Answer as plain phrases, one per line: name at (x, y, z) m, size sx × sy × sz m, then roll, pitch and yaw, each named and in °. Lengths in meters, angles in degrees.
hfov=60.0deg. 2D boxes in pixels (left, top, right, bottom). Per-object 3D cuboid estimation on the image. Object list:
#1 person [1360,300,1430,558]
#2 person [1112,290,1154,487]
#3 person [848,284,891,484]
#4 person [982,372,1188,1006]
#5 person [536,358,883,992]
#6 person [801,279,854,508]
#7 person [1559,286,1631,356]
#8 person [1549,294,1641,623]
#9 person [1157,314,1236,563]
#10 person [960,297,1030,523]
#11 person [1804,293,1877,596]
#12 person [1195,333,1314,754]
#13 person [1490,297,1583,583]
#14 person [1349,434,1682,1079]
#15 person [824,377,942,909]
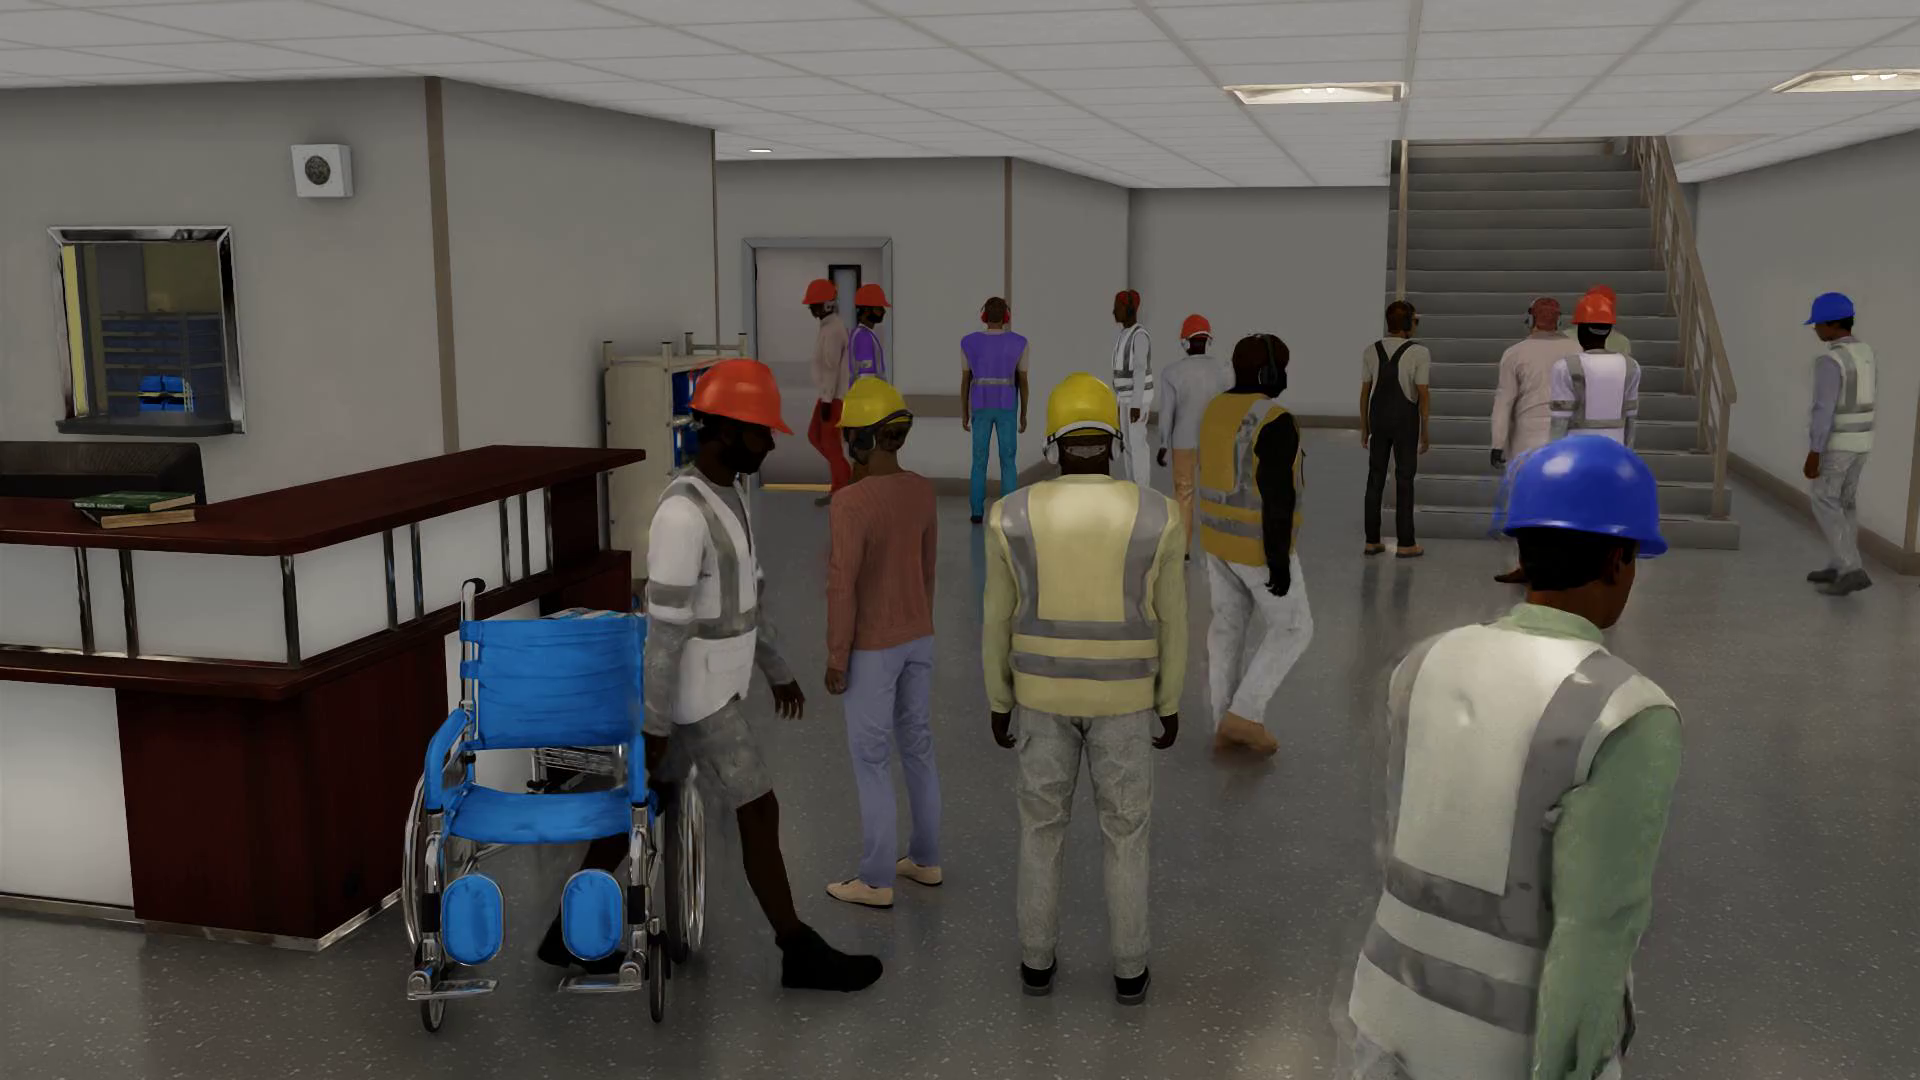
person at (3.123, -0.793, 11.955) m, size 0.508 × 1.842 × 0.336 m, roll 7°, pitch 12°, yaw 37°
person at (1.468, -1.192, 14.237) m, size 0.357 × 1.878 × 0.567 m, roll -2°, pitch 10°, yaw -12°
person at (-0.730, -1.108, 13.535) m, size 0.356 × 1.936 × 0.551 m, roll -1°, pitch 10°, yaw -7°
person at (0.362, 0.431, 4.831) m, size 0.591 × 1.827 × 0.403 m, roll 2°, pitch 10°, yaw 9°
person at (-0.782, 0.413, 4.817) m, size 1.027 × 1.880 × 0.562 m, roll 0°, pitch 10°, yaw -1°
person at (-1.127, -1.237, 14.198) m, size 0.442 × 1.965 × 0.638 m, roll -1°, pitch 10°, yaw -5°
person at (4.740, -0.954, 12.638) m, size 0.633 × 1.919 × 1.044 m, roll 3°, pitch 10°, yaw 18°
person at (3.671, -0.464, 9.748) m, size 0.547 × 1.938 × 0.379 m, roll -2°, pitch 10°, yaw -10°
person at (1.661, -0.709, 11.734) m, size 0.569 × 1.750 × 0.343 m, roll -2°, pitch 10°, yaw -13°
person at (0.282, -1.037, 13.440) m, size 0.559 × 1.835 × 0.393 m, roll 1°, pitch 10°, yaw 4°
person at (5.691, -0.612, 10.691) m, size 0.673 × 1.921 × 0.569 m, roll -8°, pitch 12°, yaw -38°
person at (1.249, 0.037, 7.114) m, size 0.449 × 1.829 × 0.656 m, roll -4°, pitch 11°, yaw -24°
person at (3.834, -0.654, 11.023) m, size 0.676 × 1.893 × 0.420 m, roll -1°, pitch 10°, yaw -6°
person at (0.876, 0.773, 2.681) m, size 1.058 × 1.857 × 0.616 m, roll -5°, pitch 11°, yaw -28°
person at (-0.268, 0.339, 5.557) m, size 0.338 × 1.757 × 0.518 m, roll 6°, pitch 12°, yaw 33°
